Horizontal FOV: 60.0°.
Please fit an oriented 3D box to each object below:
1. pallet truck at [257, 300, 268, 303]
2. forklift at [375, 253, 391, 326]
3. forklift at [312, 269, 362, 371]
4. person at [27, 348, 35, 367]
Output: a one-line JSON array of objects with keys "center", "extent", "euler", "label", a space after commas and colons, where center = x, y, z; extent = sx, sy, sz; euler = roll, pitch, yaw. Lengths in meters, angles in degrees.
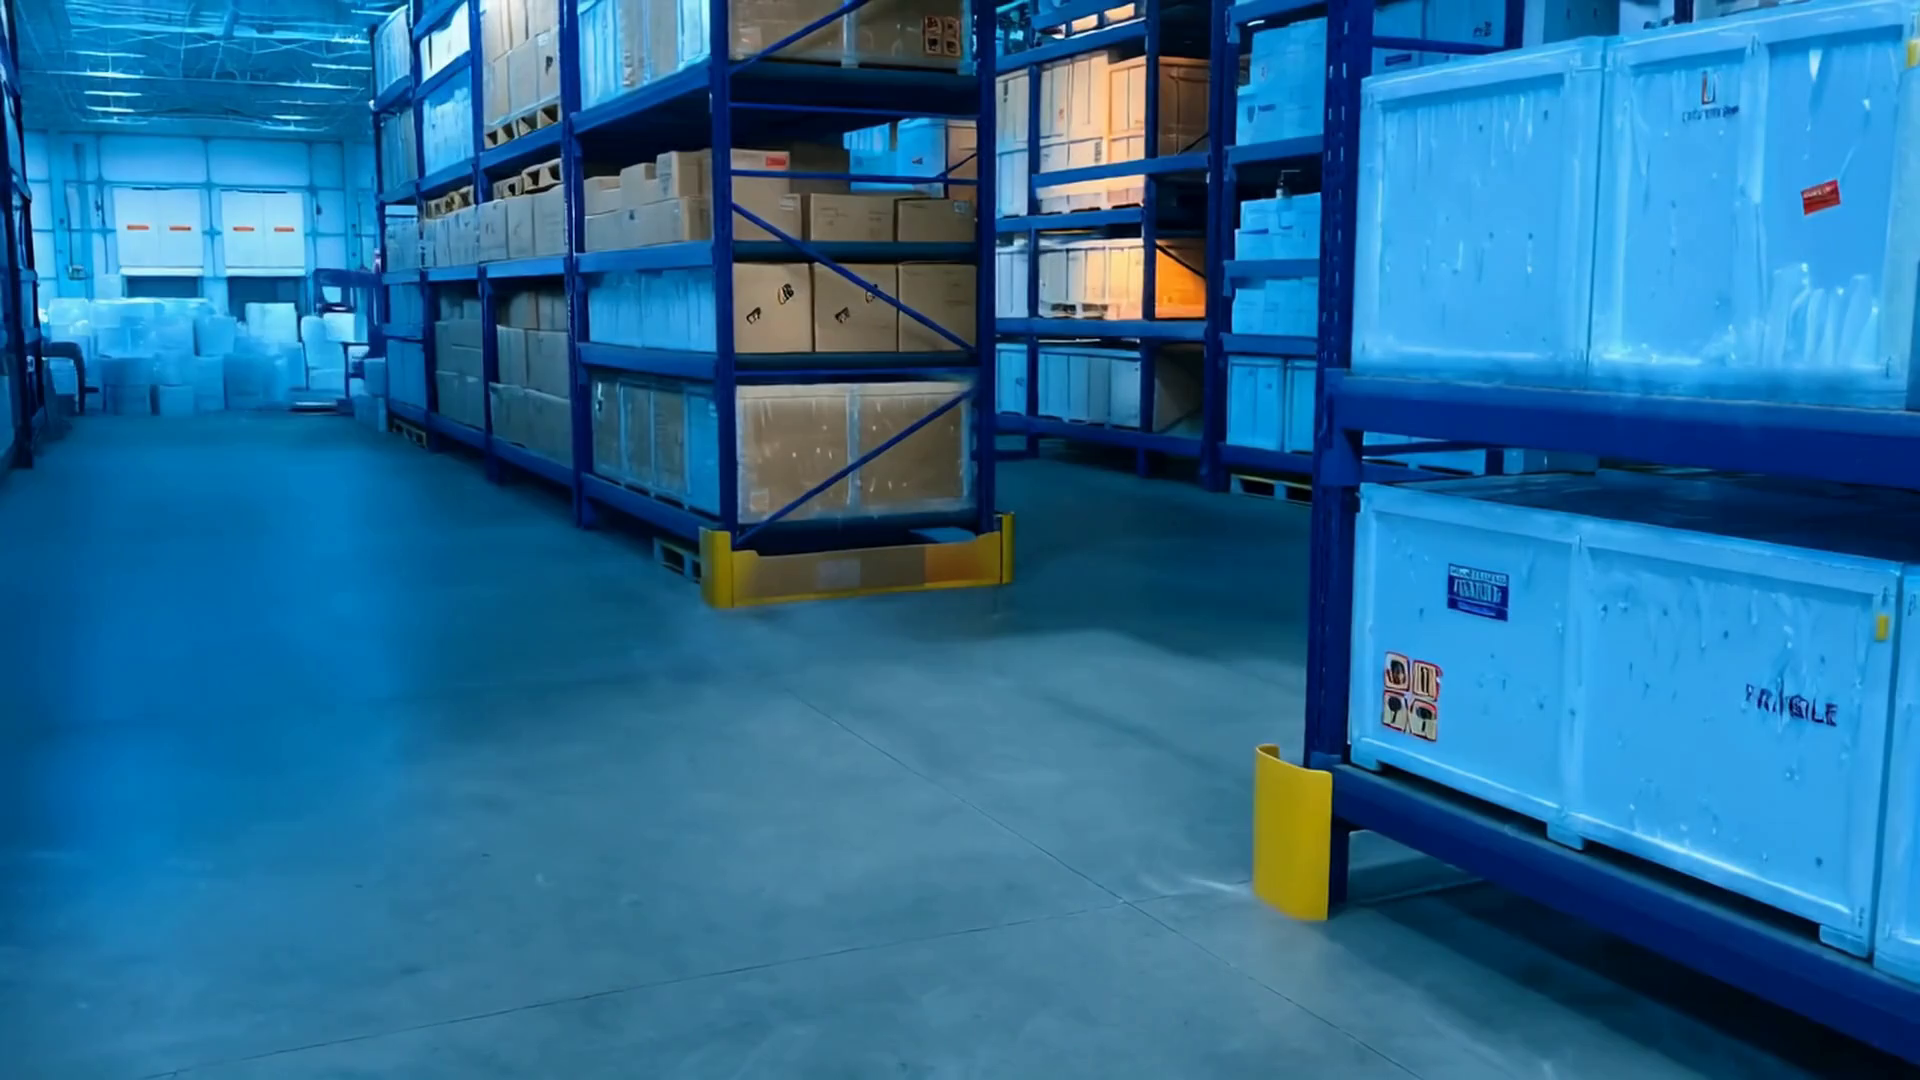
[{"center": [-23.913, -7.404, 58.171], "extent": [1.885, 1.965, 0.823], "euler": [-1, 8, -9], "label": "pallet truck"}, {"center": [-9.893, -3.687, 29.516], "extent": [1.129, 2.768, 1.873], "euler": [6, 10, 37], "label": "forklift"}, {"center": [-17.230, -6.040, 45.740], "extent": [1.129, 2.768, 1.873], "euler": [-5, 10, -33], "label": "forklift"}, {"center": [-14.579, -2.549, 25.934], "extent": [0.614, 1.617, 0.554], "euler": [-3, 9, -23], "label": "person"}]
